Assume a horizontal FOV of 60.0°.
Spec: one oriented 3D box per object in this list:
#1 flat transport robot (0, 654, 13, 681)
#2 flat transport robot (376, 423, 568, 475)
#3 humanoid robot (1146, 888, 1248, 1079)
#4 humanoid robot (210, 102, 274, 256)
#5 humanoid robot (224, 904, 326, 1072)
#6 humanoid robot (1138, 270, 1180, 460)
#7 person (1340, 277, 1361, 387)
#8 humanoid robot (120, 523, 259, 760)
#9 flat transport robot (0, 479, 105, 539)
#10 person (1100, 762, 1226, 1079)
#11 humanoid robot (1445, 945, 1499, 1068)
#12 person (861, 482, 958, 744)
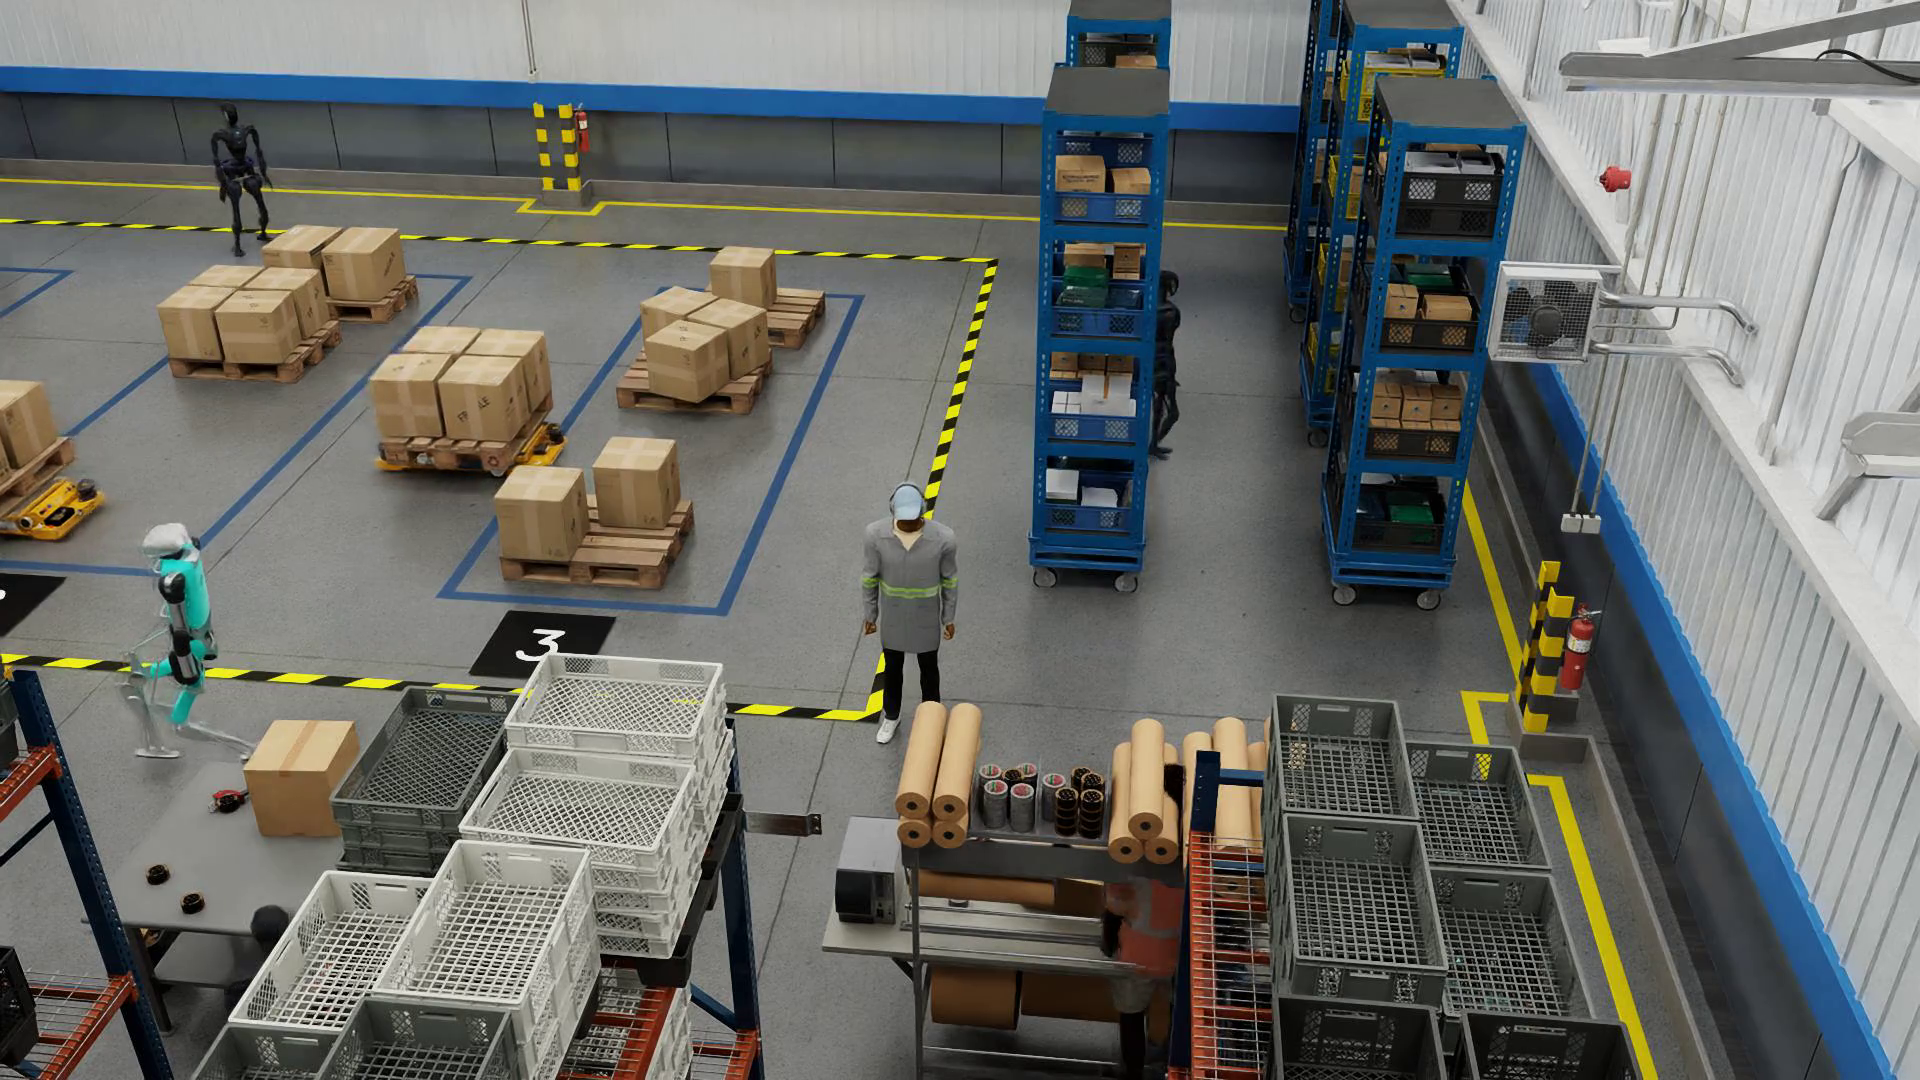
[{"bbox_3d":[-7.142,0.969,11.010,1.431,0.231,0.659,3,30,6],"label":"flat transport robot"},{"bbox_3d":[-4.104,-0.795,14.012,1.431,0.197,0.652,3,30,6],"label":"flat transport robot"},{"bbox_3d":[1.131,2.276,7.404,0.712,1.644,0.613,24,38,35],"label":"humanoid robot"},{"bbox_3d":[-7.806,-3.940,18.042,0.388,1.636,0.591,24,38,35],"label":"humanoid robot"},{"bbox_3d":[-2.870,2.279,7.363,0.589,1.650,0.411,-19,35,-29],"label":"humanoid robot"},{"bbox_3d":[1.658,-1.461,13.785,0.334,1.653,0.591,-6,31,-9],"label":"humanoid robot"},{"bbox_3d":[3.162,-1.171,13.042,0.461,1.928,0.655,-6,31,-10],"label":"person"},{"bbox_3d":[-4.809,0.708,10.036,1.046,1.757,0.554,-5,31,-8],"label":"humanoid robot"},{"bbox_3d":[-7.629,-0.286,13.138,1.431,0.197,0.652,3,30,6],"label":"flat transport robot"},{"bbox_3d":[0.957,1.892,7.752,0.656,1.952,0.436,-5,31,-9],"label":"person"},{"bbox_3d":[2.242,2.397,7.116,0.830,1.775,0.542,1,30,2],"label":"humanoid robot"},{"bbox_3d":[-0.314,0.465,10.301,0.596,1.850,0.384,2,30,4],"label":"person"}]
